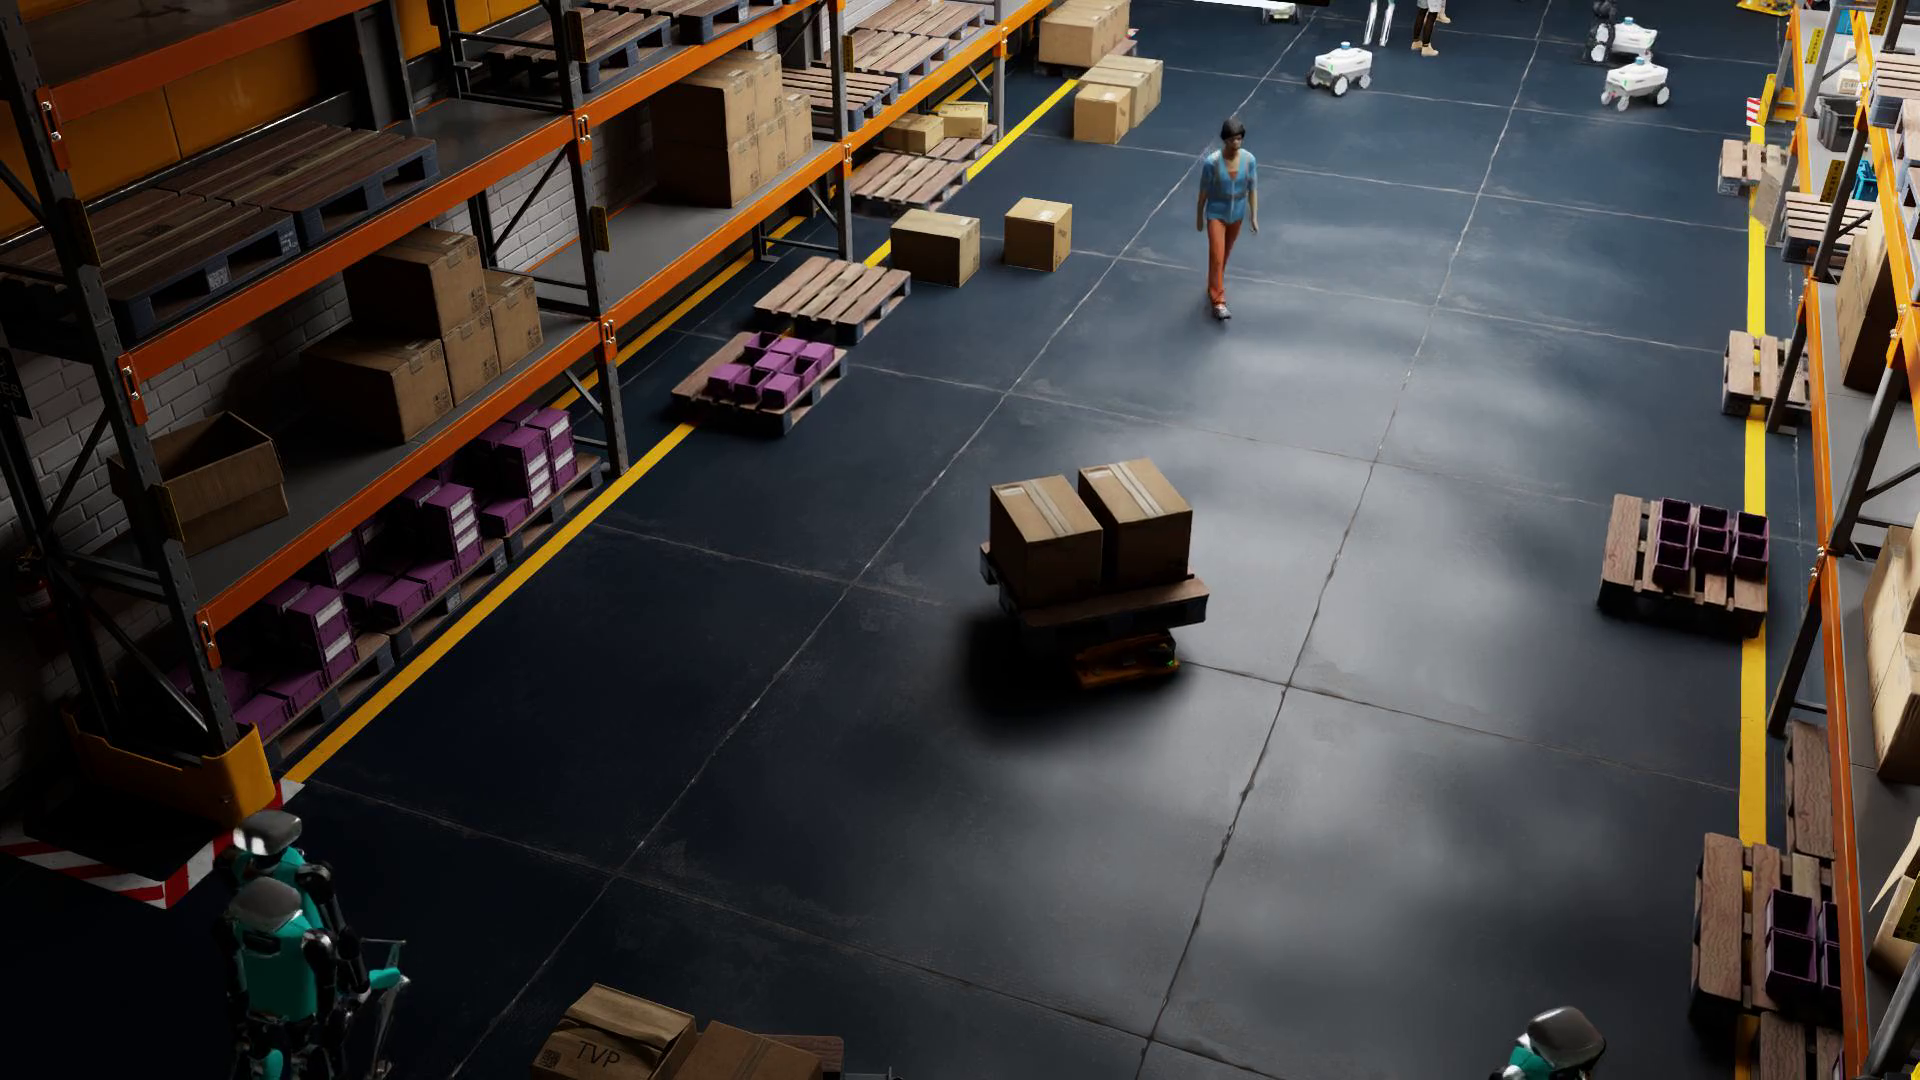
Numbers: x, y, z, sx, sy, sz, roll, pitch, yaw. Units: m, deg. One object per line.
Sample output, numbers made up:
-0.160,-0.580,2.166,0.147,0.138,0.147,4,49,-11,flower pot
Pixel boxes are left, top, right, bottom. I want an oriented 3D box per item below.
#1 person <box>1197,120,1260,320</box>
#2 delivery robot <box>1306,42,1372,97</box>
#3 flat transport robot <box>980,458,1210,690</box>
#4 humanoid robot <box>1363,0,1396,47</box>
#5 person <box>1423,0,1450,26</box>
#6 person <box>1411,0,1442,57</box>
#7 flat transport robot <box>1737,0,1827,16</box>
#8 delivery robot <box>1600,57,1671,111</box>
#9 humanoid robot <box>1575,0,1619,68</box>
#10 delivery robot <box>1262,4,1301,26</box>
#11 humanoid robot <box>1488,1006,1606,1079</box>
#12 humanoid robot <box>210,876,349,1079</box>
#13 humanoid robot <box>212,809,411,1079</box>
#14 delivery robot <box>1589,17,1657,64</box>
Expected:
2.367,-2.808,14.593,0.493,1.729,0.913,-7,34,-11,person
4.642,-5.737,20.199,0.788,0.587,0.499,-20,38,-27,delivery robot
0.851,0.449,10.897,0.659,0.231,1.431,-10,34,-15,flat transport robot
5.492,-7.275,21.438,0.530,1.729,0.688,11,34,17,humanoid robot
6.533,-7.831,22.320,0.469,1.778,0.323,-16,36,-23,person
6.024,-7.037,21.171,0.320,1.694,0.533,-9,34,-13,person
11.624,-7.641,23.417,1.431,0.231,0.659,-25,40,-33,flat transport robot
8.022,-5.426,19.712,0.753,0.579,0.499,-15,36,-22,delivery robot
8.072,-6.739,20.732,0.465,1.648,0.600,2,33,3,humanoid robot
4.386,-7.351,22.718,0.499,0.609,0.805,2,33,3,delivery robot
2.304,2.604,6.259,0.541,1.766,1.059,-19,37,-26,humanoid robot
-2.818,2.248,6.776,0.541,1.742,1.010,8,34,13,humanoid robot
-2.786,1.811,7.438,0.550,1.801,0.668,8,34,13,humanoid robot
8.416,-6.327,21.134,0.809,0.611,0.499,16,36,23,delivery robot
